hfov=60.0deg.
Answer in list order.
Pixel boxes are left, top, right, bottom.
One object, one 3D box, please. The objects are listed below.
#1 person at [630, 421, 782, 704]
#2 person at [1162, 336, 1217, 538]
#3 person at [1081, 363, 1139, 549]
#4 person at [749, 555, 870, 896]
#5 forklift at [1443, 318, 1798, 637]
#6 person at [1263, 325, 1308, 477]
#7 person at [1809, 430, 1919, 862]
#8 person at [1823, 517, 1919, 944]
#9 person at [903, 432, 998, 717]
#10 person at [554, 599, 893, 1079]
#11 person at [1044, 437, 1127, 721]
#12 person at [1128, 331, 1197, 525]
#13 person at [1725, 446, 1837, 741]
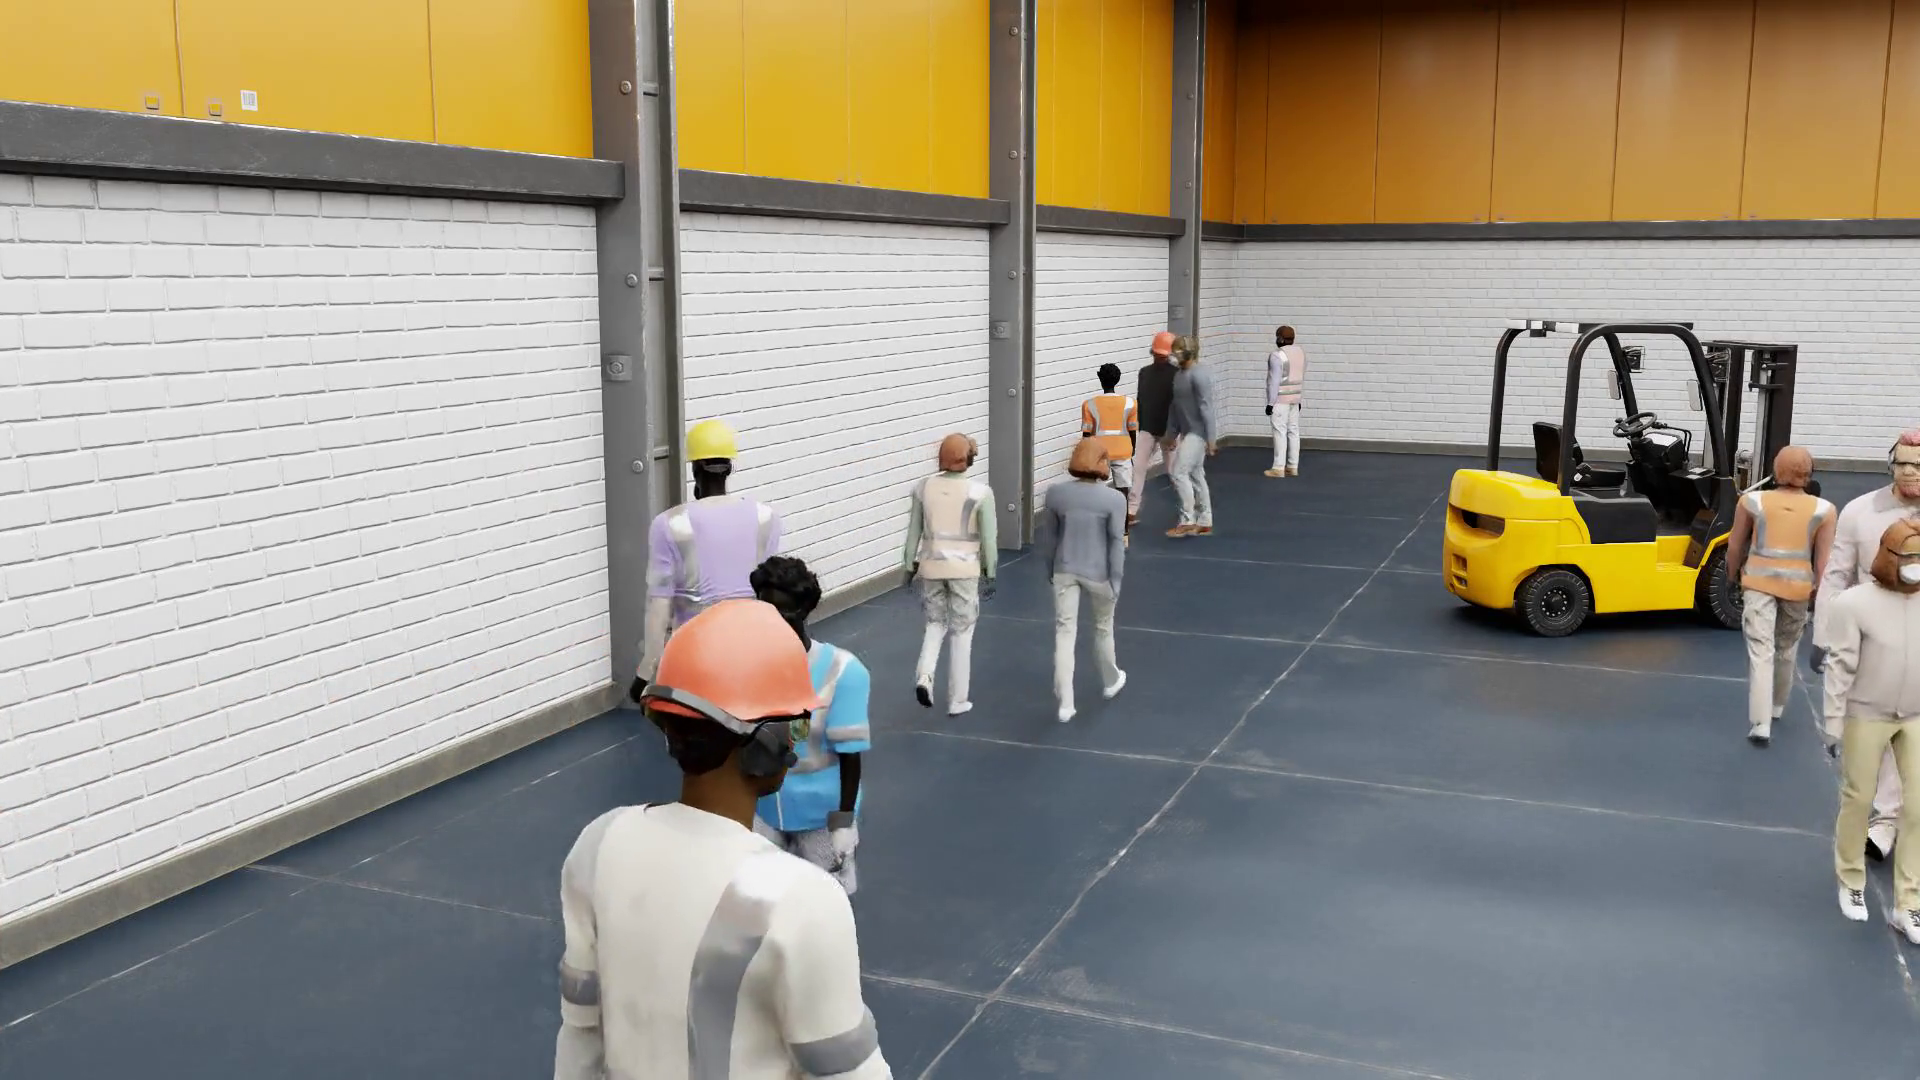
[{"bbox_3d":[-1.057,0.467,7.064,0.663,1.921,0.481,-6,11,-33],"label":"person"},{"bbox_3d":[2.126,-0.959,15.649,0.700,1.909,0.698,-2,10,-11],"label":"person"},{"bbox_3d":[1.352,-0.752,15.063,0.531,1.694,0.320,0,9,-1],"label":"person"},{"bbox_3d":[-0.551,0.883,5.202,0.542,1.672,0.688,3,10,16],"label":"person"},{"bbox_3d":[4.706,-0.497,11.990,2.313,2.155,1.214,-2,10,-10],"label":"forklift"},{"bbox_3d":[3.938,-1.685,20.257,0.633,1.842,0.429,-8,12,-40],"label":"person"},{"bbox_3d":[4.085,0.449,7.273,1.000,1.850,0.676,-9,13,-42],"label":"person"},{"bbox_3d":[3.576,0.724,6.340,0.519,1.611,0.624,2,10,10],"label":"person"},{"bbox_3d":[-0.057,0.201,9.476,0.560,1.619,0.386,4,10,21],"label":"person"},{"bbox_3d":[-0.354,1.101,2.840,0.700,2.016,0.623,-9,13,-44],"label":"person"},{"bbox_3d":[0.727,0.201,9.574,0.519,1.589,0.836,3,10,19],"label":"person"},{"bbox_3d":[2.031,-1.112,16.527,0.629,1.949,0.907,9,13,42],"label":"person"},{"bbox_3d":[4.472,0.284,9.105,0.514,1.589,0.893,3,10,18],"label":"person"}]
